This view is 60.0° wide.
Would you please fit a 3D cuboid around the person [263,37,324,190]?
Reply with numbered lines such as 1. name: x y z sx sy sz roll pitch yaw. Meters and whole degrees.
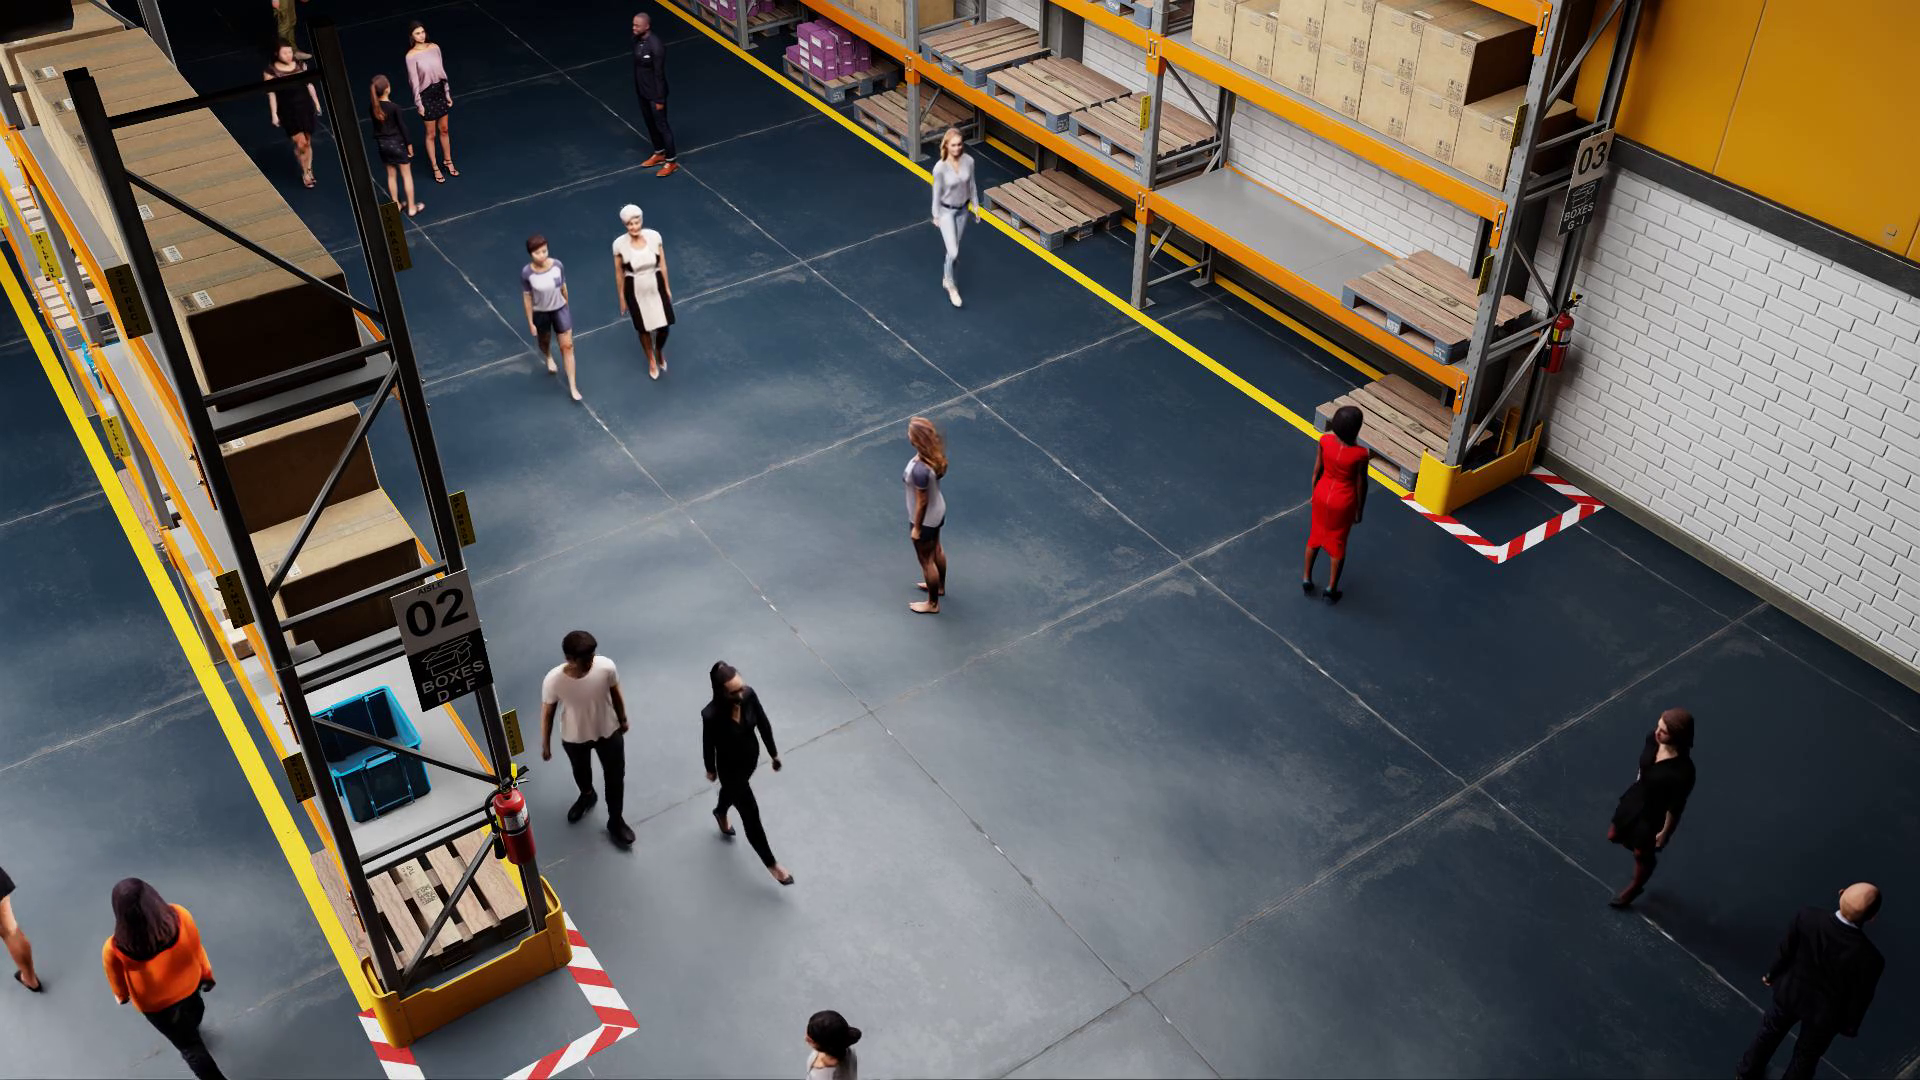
1. person: -7.285 -4.661 18.128 0.699 1.697 0.744 30 48 32

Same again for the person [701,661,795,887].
1. person: -1.464 1.397 10.576 1.132 1.656 0.750 29 47 31

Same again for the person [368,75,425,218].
1. person: -6.027 -4.185 17.649 0.645 1.552 0.701 5 39 6

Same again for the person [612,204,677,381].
1. person: -2.868 -2.275 15.105 0.726 1.741 0.735 -12 40 -15

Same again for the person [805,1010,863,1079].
1. person: -0.515 2.985 8.517 0.956 1.745 1.014 -2 39 -3

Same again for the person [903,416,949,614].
1. person: -0.239 -0.191 12.506 0.731 1.730 0.690 10 40 13

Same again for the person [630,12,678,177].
1. person: -3.394 -4.952 18.396 0.778 1.817 0.568 -29 47 -32

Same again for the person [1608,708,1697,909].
1. person: 4.343 1.649 10.230 0.761 1.693 0.707 -11 40 -14

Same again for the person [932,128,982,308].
1. person: -0.099 -3.221 16.262 0.631 1.776 0.771 -20 43 -23

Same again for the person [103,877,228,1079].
1. person: -4.272 2.532 9.112 1.152 1.709 0.840 26 45 29

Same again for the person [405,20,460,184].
1. person: -5.787 -4.808 18.221 0.629 1.811 0.685 26 45 29

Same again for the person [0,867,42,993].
1. person: -5.765 2.063 9.750 1.096 1.645 0.807 23 44 26

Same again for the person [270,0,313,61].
1. person: -8.498 -6.839 20.765 0.820 1.810 0.725 2 39 2

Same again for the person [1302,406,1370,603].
1. person: 2.833 -0.271 12.594 0.547 1.743 0.695 25 45 28

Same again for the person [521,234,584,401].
1. person: -3.741 -2.085 15.045 0.686 1.520 1.078 -17 42 -20

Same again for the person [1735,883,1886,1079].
1. person: 4.649 2.501 9.079 0.752 1.800 0.526 -27 46 -29

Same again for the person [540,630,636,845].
1. person: -2.417 1.170 10.828 0.872 1.697 0.924 -5 39 -6
